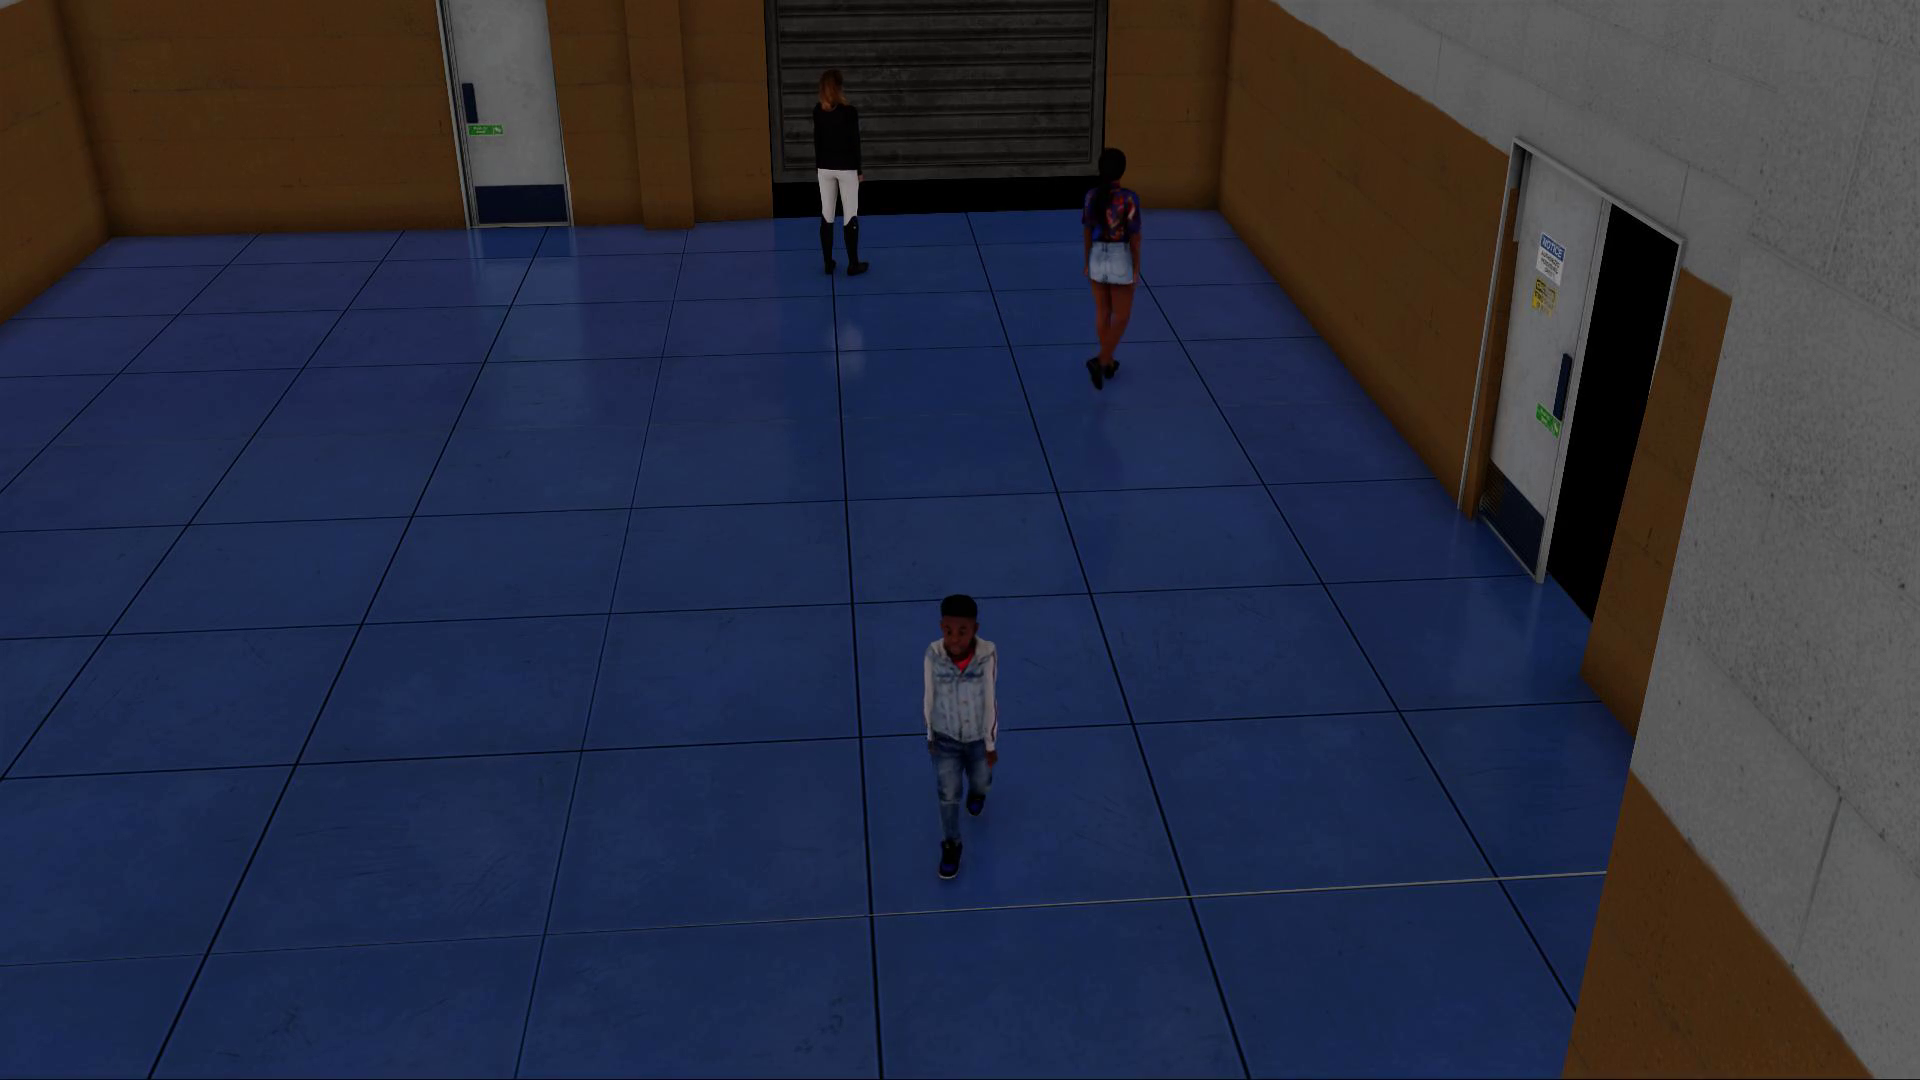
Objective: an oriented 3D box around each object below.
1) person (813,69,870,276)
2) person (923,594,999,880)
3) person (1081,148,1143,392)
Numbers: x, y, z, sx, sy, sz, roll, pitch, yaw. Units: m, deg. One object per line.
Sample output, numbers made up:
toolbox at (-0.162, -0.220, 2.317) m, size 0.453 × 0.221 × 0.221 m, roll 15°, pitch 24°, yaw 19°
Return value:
person at (-1.038, -3.121, 14.148) m, size 0.595 × 1.729 × 0.708 m, roll 8°, pitch 28°, yaw 16°
person at (0.028, 0.769, 7.033) m, size 0.807 × 1.243 × 0.637 m, roll 3°, pitch 27°, yaw 6°
person at (1.040, -1.877, 11.719) m, size 1.038 × 1.725 × 0.989 m, roll 13°, pitch 30°, yaw 24°
